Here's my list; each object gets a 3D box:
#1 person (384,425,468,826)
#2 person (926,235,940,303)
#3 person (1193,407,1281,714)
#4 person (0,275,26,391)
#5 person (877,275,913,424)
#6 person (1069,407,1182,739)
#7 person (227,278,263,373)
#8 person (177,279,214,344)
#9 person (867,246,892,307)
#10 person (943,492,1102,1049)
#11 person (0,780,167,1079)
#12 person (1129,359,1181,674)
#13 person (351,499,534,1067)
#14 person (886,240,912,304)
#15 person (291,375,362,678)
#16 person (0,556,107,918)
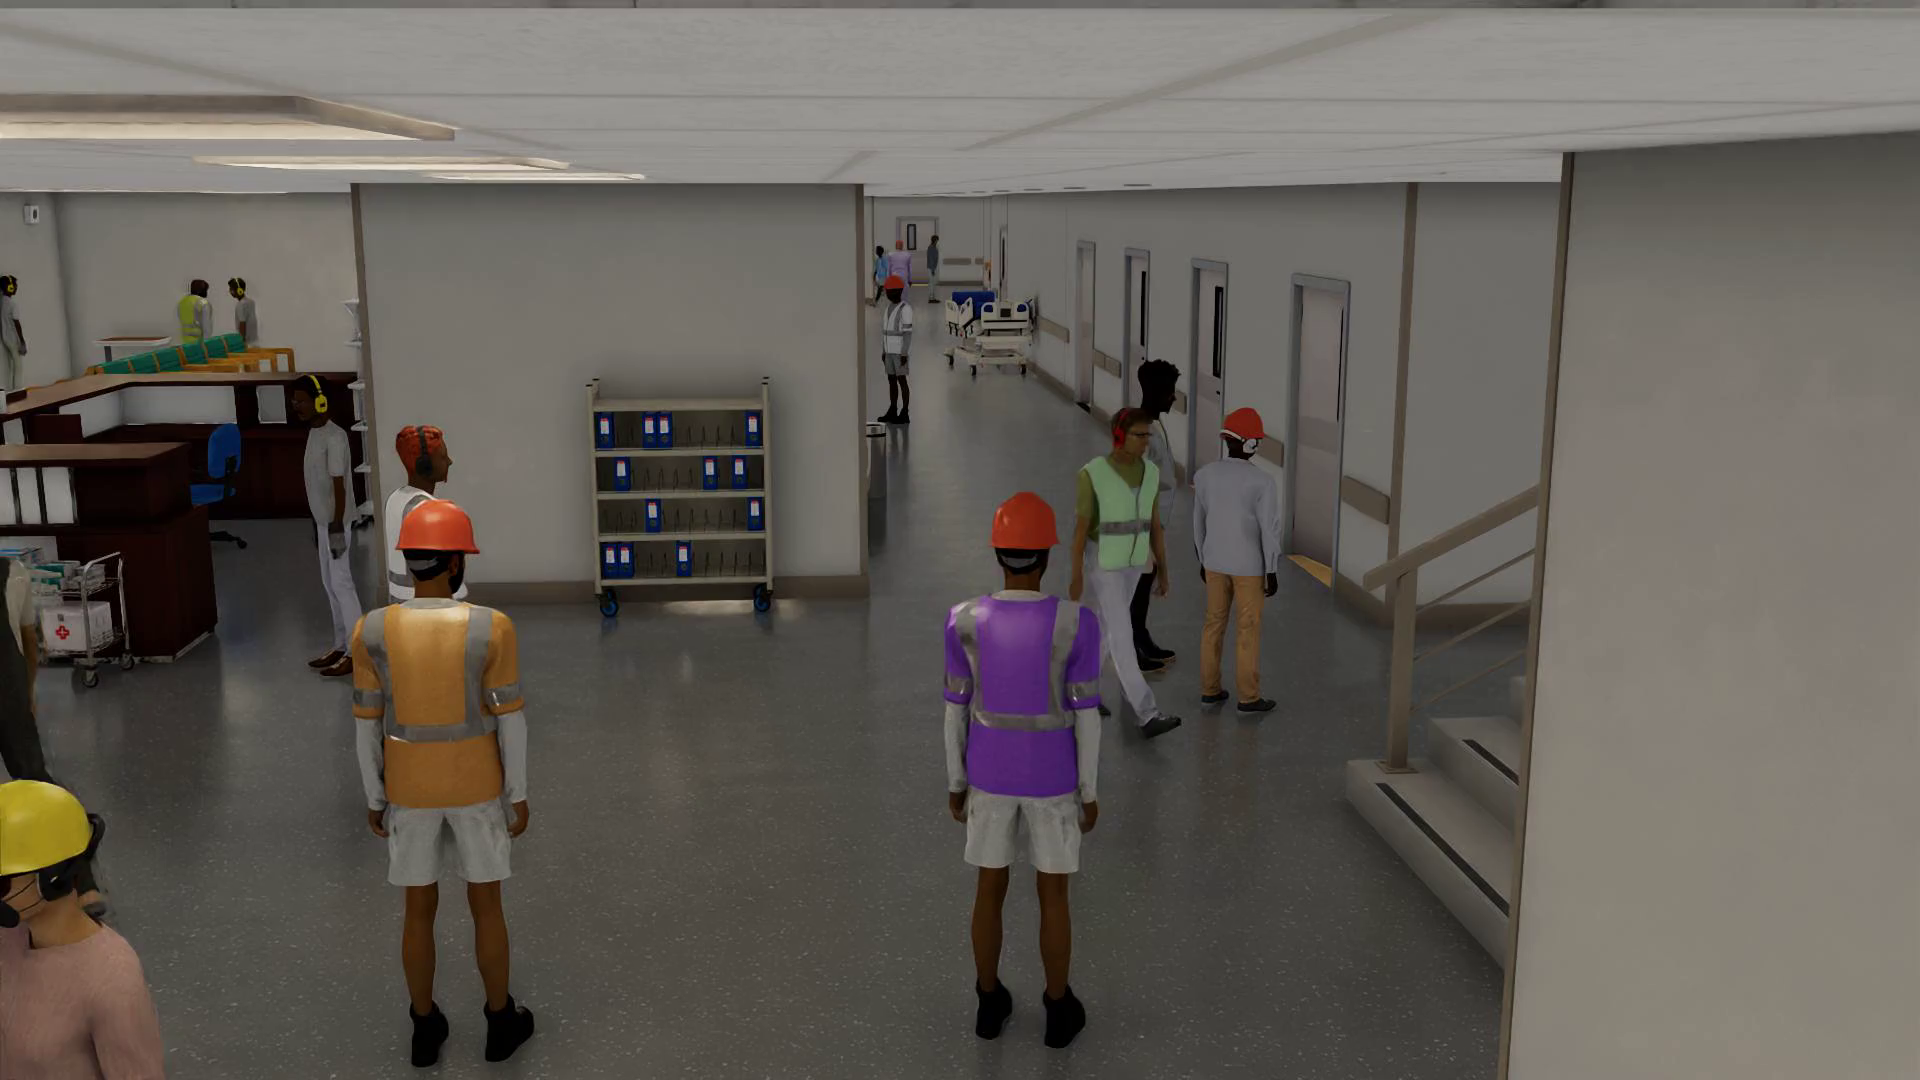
[{"bbox_3d":[-2.475,0.402,7.786,0.355,1.883,0.573,-8,14,-34],"label":"person"},{"bbox_3d":[-0.760,-7.687,47.205,0.377,1.931,0.636,1,12,5],"label":"person"},{"bbox_3d":[1.590,0.116,9.496,0.563,1.752,0.328,11,16,43],"label":"person"},{"bbox_3d":[-13.407,-2.797,23.484,0.528,1.861,0.319,5,13,25],"label":"person"},{"bbox_3d":[-0.851,-2.487,21.769,0.354,1.939,0.545,-9,15,-37],"label":"person"},{"bbox_3d":[0.927,0.172,9.134,0.584,1.785,0.989,-10,15,-39],"label":"person"},{"bbox_3d":[-10.023,-2.797,23.546,0.697,1.840,0.523,0,12,2],"label":"person"},{"bbox_3d":[-11.037,-2.856,23.968,0.638,1.794,0.922,5,13,22],"label":"person"},{"bbox_3d":[-2.169,-7.158,45.251,0.850,1.653,0.550,-6,13,-25],"label":"person"},{"bbox_3d":[0.219,0.794,5.748,0.548,1.934,0.382,3,12,14],"label":"person"},{"bbox_3d":[-1.844,1.342,3.475,0.528,1.767,0.329,8,14,35],"label":"person"},{"bbox_3d":[1.158,-0.146,10.295,0.387,1.954,0.610,3,12,16],"label":"person"},{"bbox_3d":[-1.732,0.821,5.622,0.550,1.927,0.381,-1,12,-4],"label":"person"},{"bbox_3d":[-1.549,-6.668,42.294,0.670,1.908,0.403,-1,12,-6],"label":"person"},{"bbox_3d":[-3.892,-0.091,10.254,0.326,1.862,0.507,-8,14,-35],"label":"person"},{"bbox_3d":[-3.841,0.684,6.634,1.020,1.800,0.530,7,13,29],"label":"person"}]
